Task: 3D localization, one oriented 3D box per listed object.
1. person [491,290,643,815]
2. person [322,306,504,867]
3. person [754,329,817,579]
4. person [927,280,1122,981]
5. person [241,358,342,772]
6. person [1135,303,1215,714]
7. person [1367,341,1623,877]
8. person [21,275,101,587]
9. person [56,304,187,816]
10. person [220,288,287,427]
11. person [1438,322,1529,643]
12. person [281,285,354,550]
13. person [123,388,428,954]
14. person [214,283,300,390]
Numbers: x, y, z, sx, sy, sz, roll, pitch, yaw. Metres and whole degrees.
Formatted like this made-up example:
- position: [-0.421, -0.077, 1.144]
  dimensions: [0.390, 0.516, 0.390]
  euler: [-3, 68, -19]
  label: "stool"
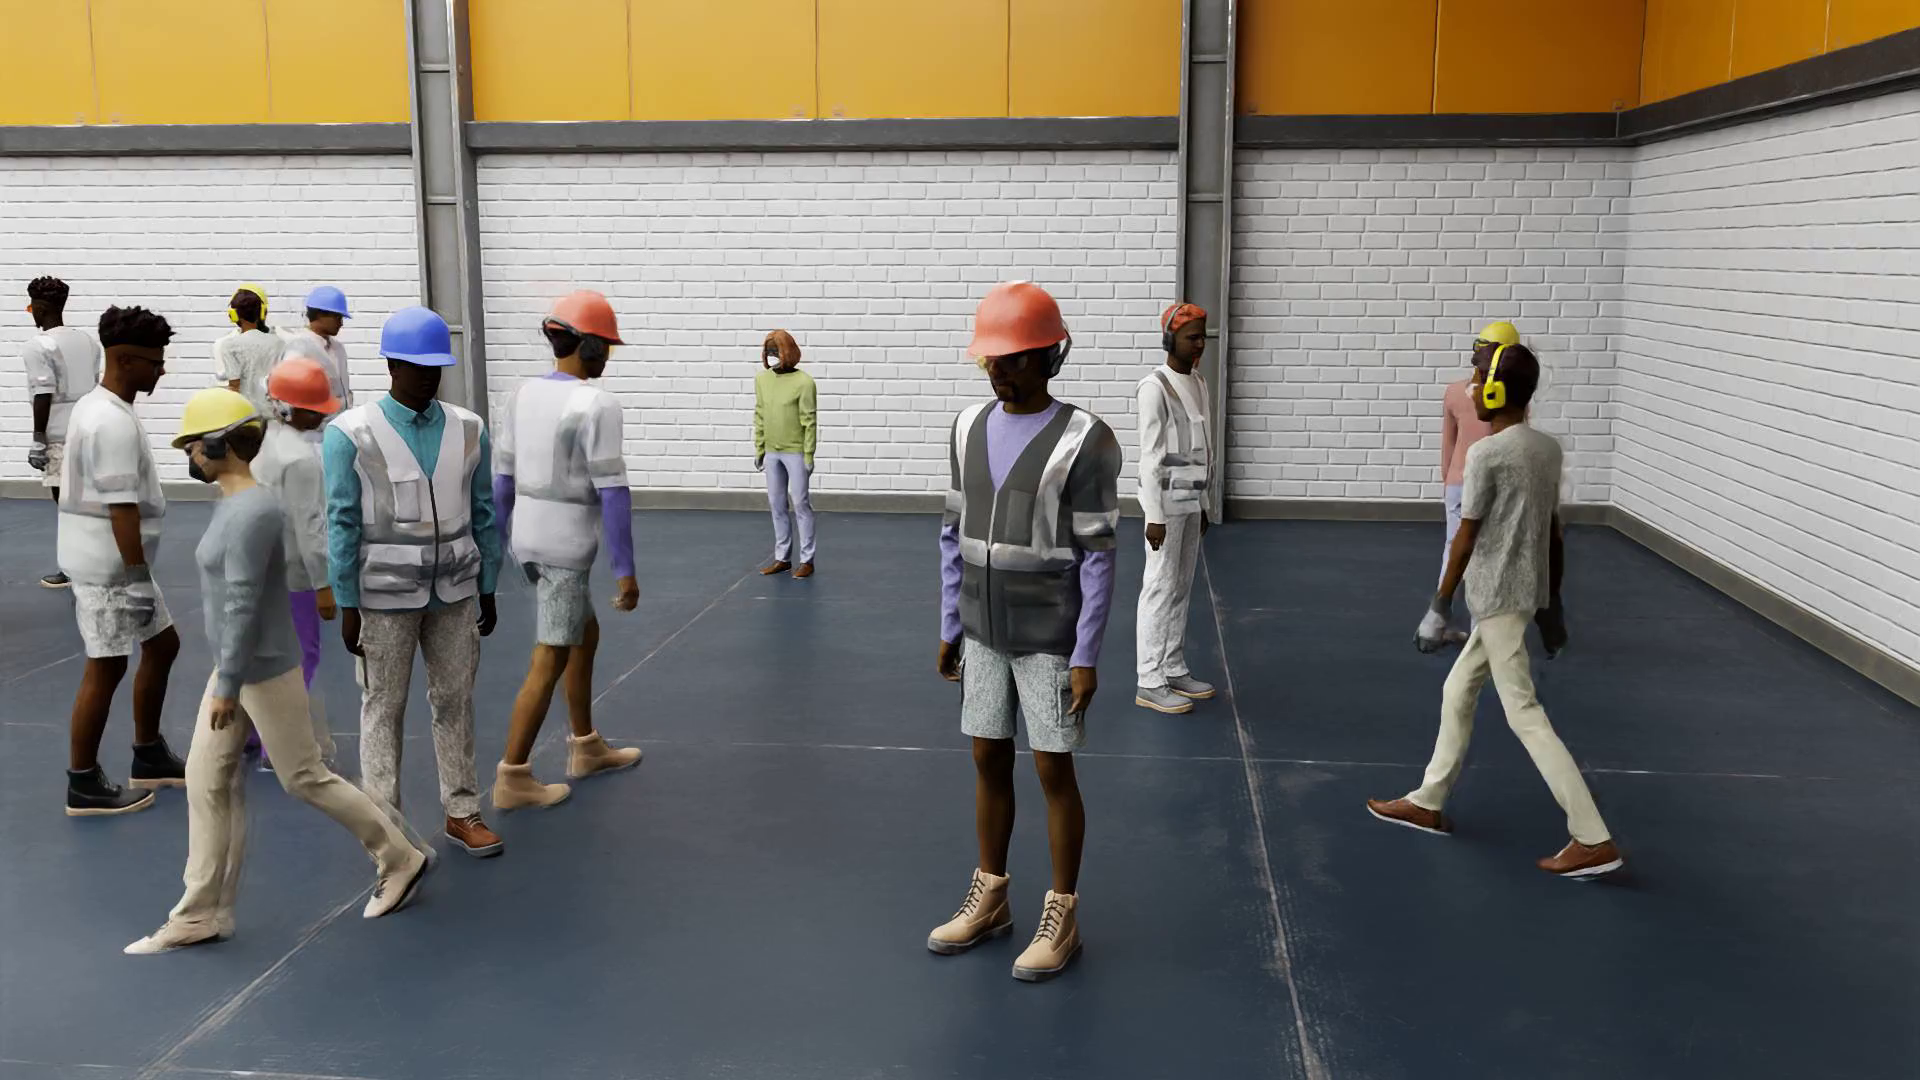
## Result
- position: [-1.560, 0.044, 6.427]
  dimensions: [0.668, 1.980, 0.773]
  euler: [9, 13, 42]
  label: "person"
- position: [-1.853, 0.175, 5.711]
  dimensions: [0.605, 1.939, 0.415]
  euler: [-9, 14, -43]
  label: "person"
- position: [-1.129, -0.553, 10.787]
  dimensions: [0.491, 1.624, 0.308]
  euler: [7, 12, 34]
  label: "person"
- position: [0.170, 0.267, 4.884]
  dimensions: [0.607, 2.041, 0.377]
  euler: [8, 13, 38]
  label: "person"
- position: [-2.734, 0.104, 6.777]
  dimensions: [0.396, 1.703, 0.682]
  euler: [-9, 13, -41]
  label: "person"
- position: [1.006, -0.153, 7.735]
  dimensions: [0.343, 1.882, 0.586]
  euler: [6, 11, 29]
  label: "person"
- position: [1.902, 0.230, 5.760]
  dimensions: [0.982, 1.825, 0.497]
  euler: [9, 13, 42]
  label: "person"
- position: [-5.662, -0.681, 10.523]
  dimensions: [0.368, 1.965, 0.609]
  euler: [2, 10, 9]
  label: "person"
- position: [-3.180, 0.081, 6.289]
  dimensions: [0.515, 1.932, 0.625]
  euler: [-5, 11, -27]
  label: "person"
- position: [-4.771, -0.763, 11.286]
  dimensions: [0.319, 1.865, 0.521]
  euler: [6, 11, 29]
  label: "person"
- position: [2.778, -0.273, 8.806]
  dimensions: [0.339, 1.756, 0.532]
  euler: [-7, 12, -36]
  label: "person"
- position: [-4.156, -0.662, 10.599]
  dimensions: [0.806, 1.909, 0.626]
  euler: [1, 10, 4]
  label: "person"
- position: [-2.132, 0.388, 5.144]
  dimensions: [0.881, 1.717, 0.546]
  euler: [-7, 12, -34]
  label: "person"
- position: [-4.851, -0.839, 11.605]
  dimensions: [0.597, 1.893, 0.745]
  euler: [-4, 11, -21]
  label: "person"
